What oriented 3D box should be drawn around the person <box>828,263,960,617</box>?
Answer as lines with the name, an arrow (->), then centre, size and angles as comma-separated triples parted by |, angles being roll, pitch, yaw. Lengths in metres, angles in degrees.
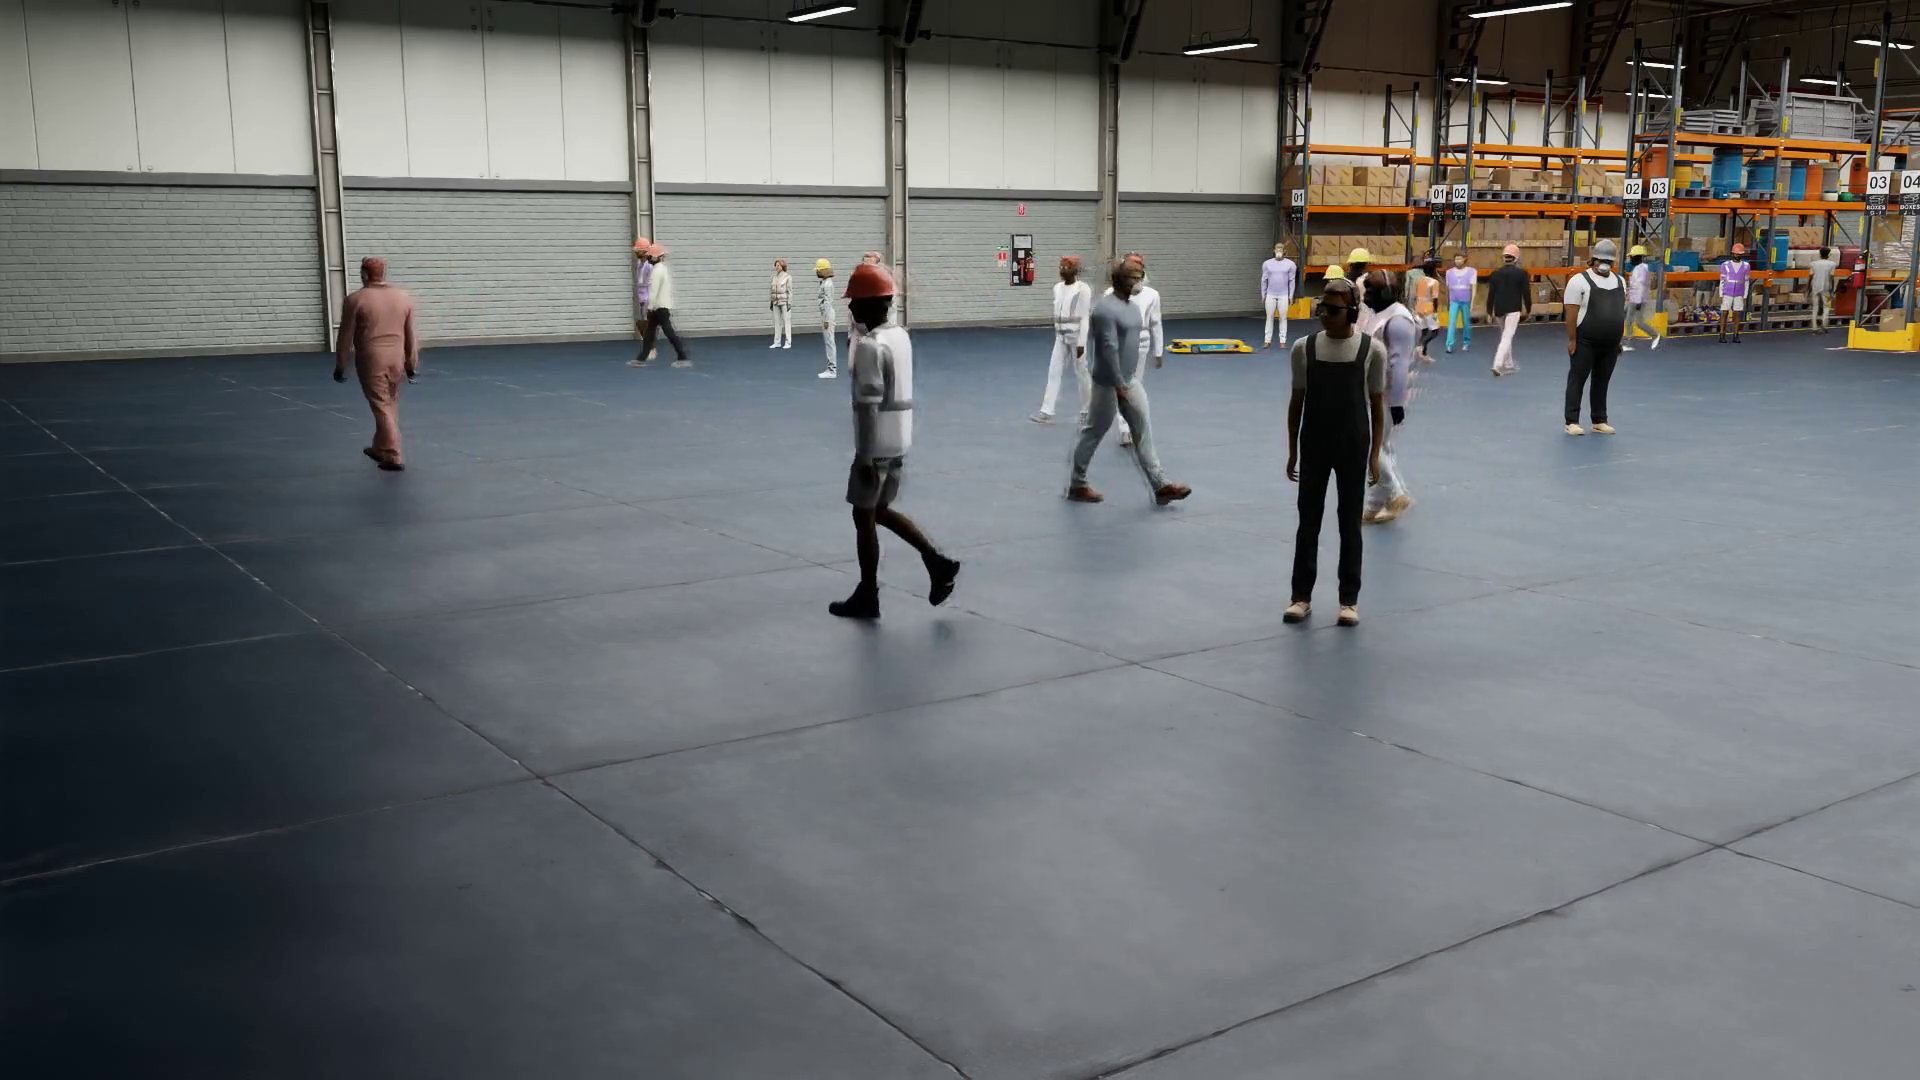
person -> -0.377, -0.514, 8.909 | 0.638, 1.922, 0.567 | 4, 11, 21

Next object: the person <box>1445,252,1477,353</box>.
person -> 8.940, -4.241, 29.692 | 0.572, 1.802, 0.956 | 5, 12, 27

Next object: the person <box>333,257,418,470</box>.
person -> -5.259, -1.569, 14.850 | 0.938, 1.865, 0.660 | 8, 13, 37

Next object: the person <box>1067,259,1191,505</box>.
person -> 1.264, -1.196, 12.744 | 1.021, 1.886, 0.636 | 8, 13, 36

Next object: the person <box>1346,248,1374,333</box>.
person -> 5.193, -2.772, 21.299 | 0.550, 1.915, 0.588 | 2, 10, 9

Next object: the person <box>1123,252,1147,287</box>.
person -> 2.542, -3.303, 24.425 | 0.429, 1.834, 0.654 | 1, 10, 4

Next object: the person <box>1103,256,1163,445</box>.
person -> 1.712, -1.848, 16.380 | 0.614, 1.856, 0.803 | -1, 10, -8

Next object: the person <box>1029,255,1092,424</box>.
person -> 1.145, -2.175, 18.191 | 0.905, 1.846, 0.601 | -8, 13, -39

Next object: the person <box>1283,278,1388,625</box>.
person -> 1.990, -0.462, 8.838 | 0.505, 1.842, 0.346 | 4, 11, 21

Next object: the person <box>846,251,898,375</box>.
person -> -1.006, -2.330, 18.913 | 0.674, 1.894, 0.444 | 6, 12, 31

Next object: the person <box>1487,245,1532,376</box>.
person -> 8.165, -3.427, 24.827 | 1.052, 1.952, 0.608 | -10, 14, -44

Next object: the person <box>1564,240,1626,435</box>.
person -> 6.654, -2.108, 17.317 | 0.681, 2.000, 0.536 | -3, 11, -15

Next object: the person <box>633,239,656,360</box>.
person -> -5.255, -4.000, 27.784 | 0.451, 2.016, 0.667 | -7, 13, -35

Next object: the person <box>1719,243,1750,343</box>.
person -> 15.033, -4.784, 32.308 | 0.541, 1.930, 0.386 | 3, 11, 16

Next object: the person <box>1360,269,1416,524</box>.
person -> 2.978, -1.000, 11.819 | 0.447, 1.830, 0.655 | 0, 10, -3

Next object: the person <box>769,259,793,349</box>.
person -> -3.305, -4.357, 30.731 | 0.514, 1.645, 0.308 | 7, 12, 33

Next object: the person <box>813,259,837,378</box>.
person -> -1.983, -3.243, 24.380 | 0.325, 1.737, 0.485 | -1, 10, -4

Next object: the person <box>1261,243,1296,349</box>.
person -> 5.869, -4.503, 30.727 | 0.631, 1.940, 0.372 | 3, 11, 16

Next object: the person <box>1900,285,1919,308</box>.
person -> 19.235, -4.990, 33.441 | 0.625, 1.931, 0.376 | 5, 12, 26

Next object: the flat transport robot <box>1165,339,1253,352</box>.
flat transport robot -> 4.420, -3.461, 29.585 | 1.431, 0.197, 0.652 | -1, 10, -7

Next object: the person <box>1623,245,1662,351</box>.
person -> 12.207, -4.323, 29.805 | 0.670, 1.912, 0.590 | 1, 10, 4

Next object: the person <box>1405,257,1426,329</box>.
person -> 10.123, -5.460, 36.871 | 0.499, 1.618, 0.539 | -1, 10, -3

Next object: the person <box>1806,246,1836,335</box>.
person -> 18.162, -5.268, 35.131 | 0.562, 1.865, 0.398 | 7, 13, 34

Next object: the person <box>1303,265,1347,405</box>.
person -> 4.586, -2.481, 20.246 | 0.927, 1.719, 0.537 | 0, 10, 0

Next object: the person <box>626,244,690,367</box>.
person -> -4.748, -3.680, 26.215 | 1.019, 1.944, 0.635 | -1, 10, -3

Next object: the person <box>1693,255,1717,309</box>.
person -> 16.916, -5.641, 37.794 | 0.282, 1.636, 0.500 | -10, 14, -43

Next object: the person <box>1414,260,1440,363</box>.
person -> 7.575, -3.708, 27.054 | 0.458, 1.683, 0.540 | -5, 11, -25
